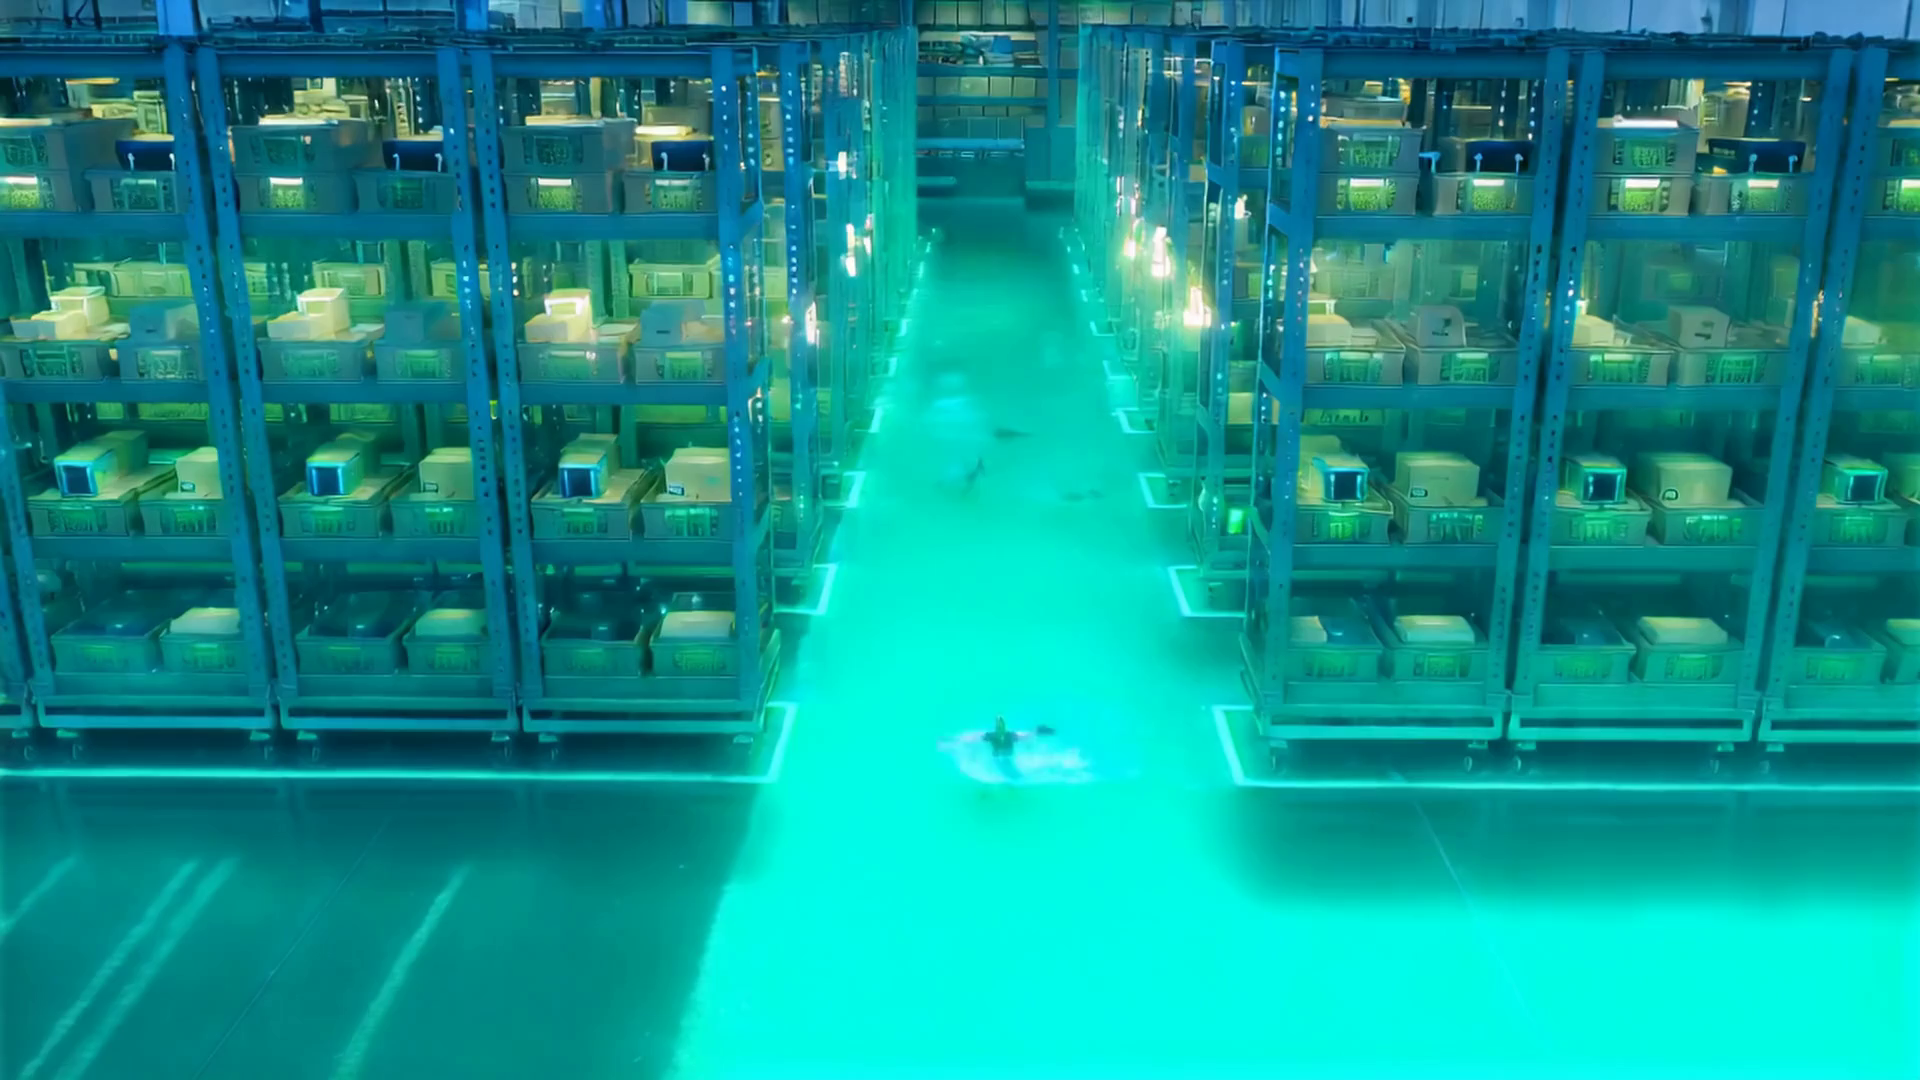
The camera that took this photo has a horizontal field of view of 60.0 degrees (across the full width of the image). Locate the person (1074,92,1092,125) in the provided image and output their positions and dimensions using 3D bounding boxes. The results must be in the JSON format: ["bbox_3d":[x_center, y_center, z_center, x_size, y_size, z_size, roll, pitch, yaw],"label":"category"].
[{"bbox_3d":[3.175,-10.604,42.962,0.380,1.950,0.605,-13,22,-36],"label":"person"}]
